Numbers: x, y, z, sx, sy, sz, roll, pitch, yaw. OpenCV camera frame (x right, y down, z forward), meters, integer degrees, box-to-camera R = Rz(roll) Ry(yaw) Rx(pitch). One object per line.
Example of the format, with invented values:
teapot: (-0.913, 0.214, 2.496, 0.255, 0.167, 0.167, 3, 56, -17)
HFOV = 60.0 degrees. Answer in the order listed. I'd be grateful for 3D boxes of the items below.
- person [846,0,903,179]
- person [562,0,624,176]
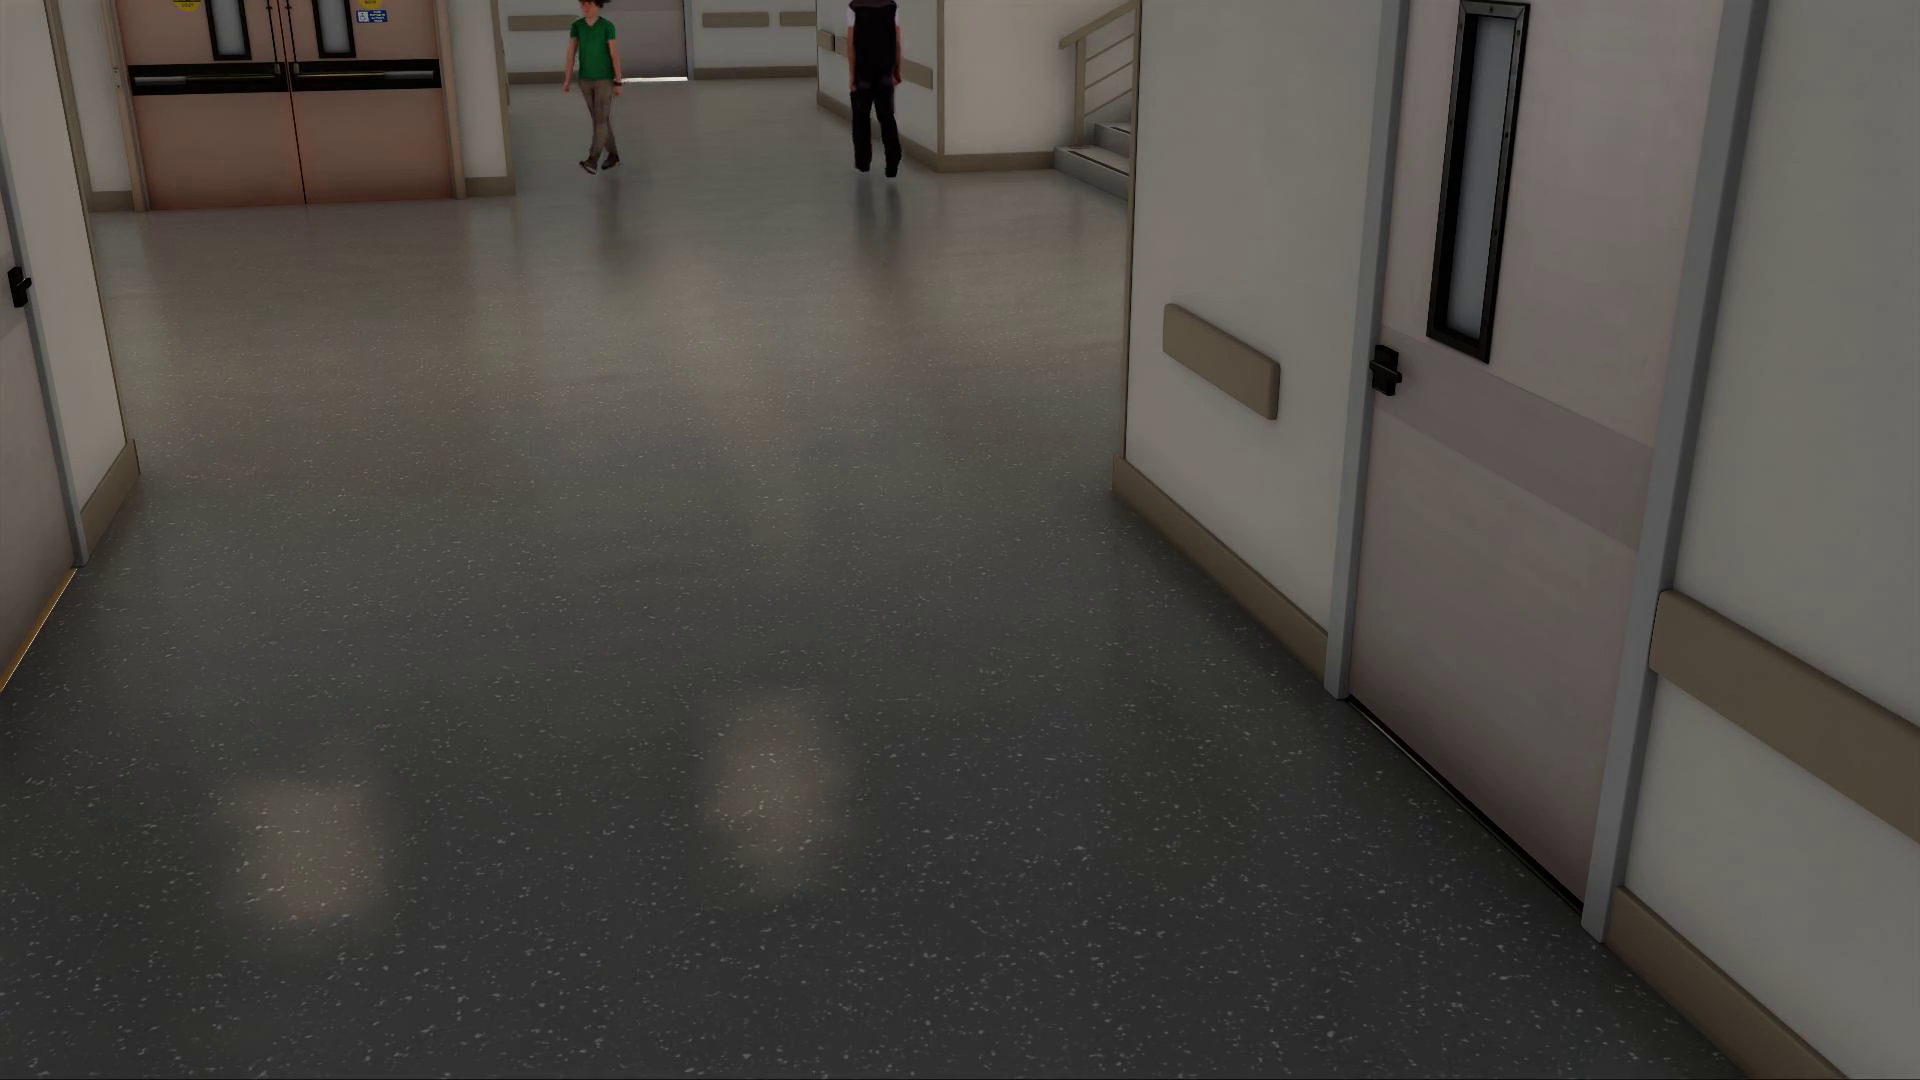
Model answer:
person: (-0.737, -4.091, 14.618, 1.085, 1.814, 0.739, -6, 21, -15)
person: (-3.227, -4.099, 14.943, 1.123, 1.598, 1.017, 6, 22, 15)
